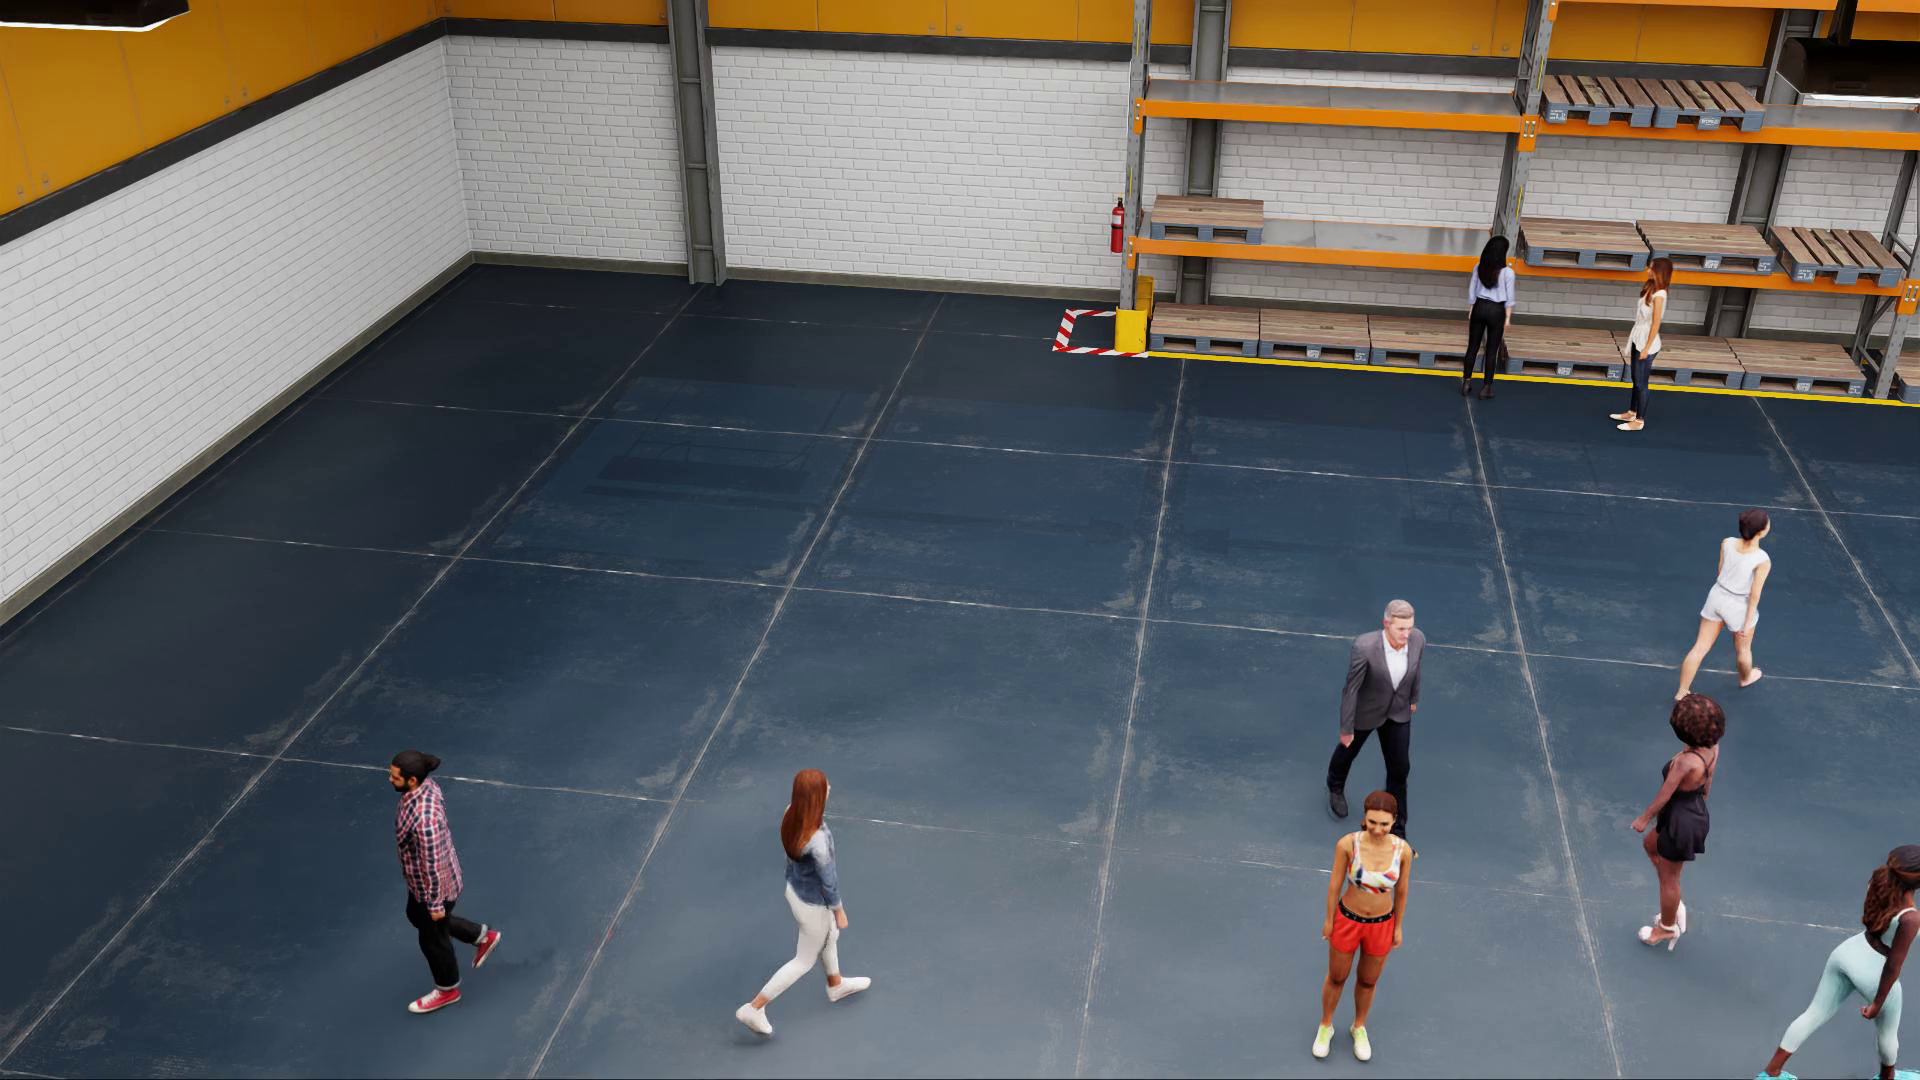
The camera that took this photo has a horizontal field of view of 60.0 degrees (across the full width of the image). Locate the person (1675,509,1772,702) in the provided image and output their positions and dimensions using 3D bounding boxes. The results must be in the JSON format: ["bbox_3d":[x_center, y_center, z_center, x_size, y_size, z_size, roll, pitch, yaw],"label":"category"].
[{"bbox_3d":[5.602,0.526,12.222,1.087,1.560,1.008,-17,33,-29],"label":"person"}]

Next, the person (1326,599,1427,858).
[{"bbox_3d":[2.712,1.102,10.917,1.226,1.800,1.161,-8,30,-14],"label":"person"}]

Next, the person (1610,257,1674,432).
[{"bbox_3d":[6.818,-1.946,16.521,0.505,1.785,0.577,4,29,8],"label":"person"}]

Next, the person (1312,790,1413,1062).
[{"bbox_3d":[2.207,2.098,9.101,0.468,1.789,0.644,4,29,7],"label":"person"}]

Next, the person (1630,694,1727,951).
[{"bbox_3d":[4.313,1.733,9.788,0.697,1.774,0.763,-25,37,-38],"label":"person"}]

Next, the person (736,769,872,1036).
[{"bbox_3d":[-0.916,2.051,9.306,1.156,1.676,0.962,-10,30,-18],"label":"person"}]

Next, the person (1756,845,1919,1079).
[{"bbox_3d":[4.713,2.316,8.817,1.188,1.680,0.817,-4,29,-7],"label":"person"}]

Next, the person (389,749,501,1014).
[{"bbox_3d":[-2.950,1.915,9.482,1.001,1.747,0.929,-14,32,-24],"label":"person"}]

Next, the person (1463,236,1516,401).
[{"bbox_3d":[5.465,-2.310,17.231,0.667,1.743,0.791,22,35,34],"label":"person"}]
